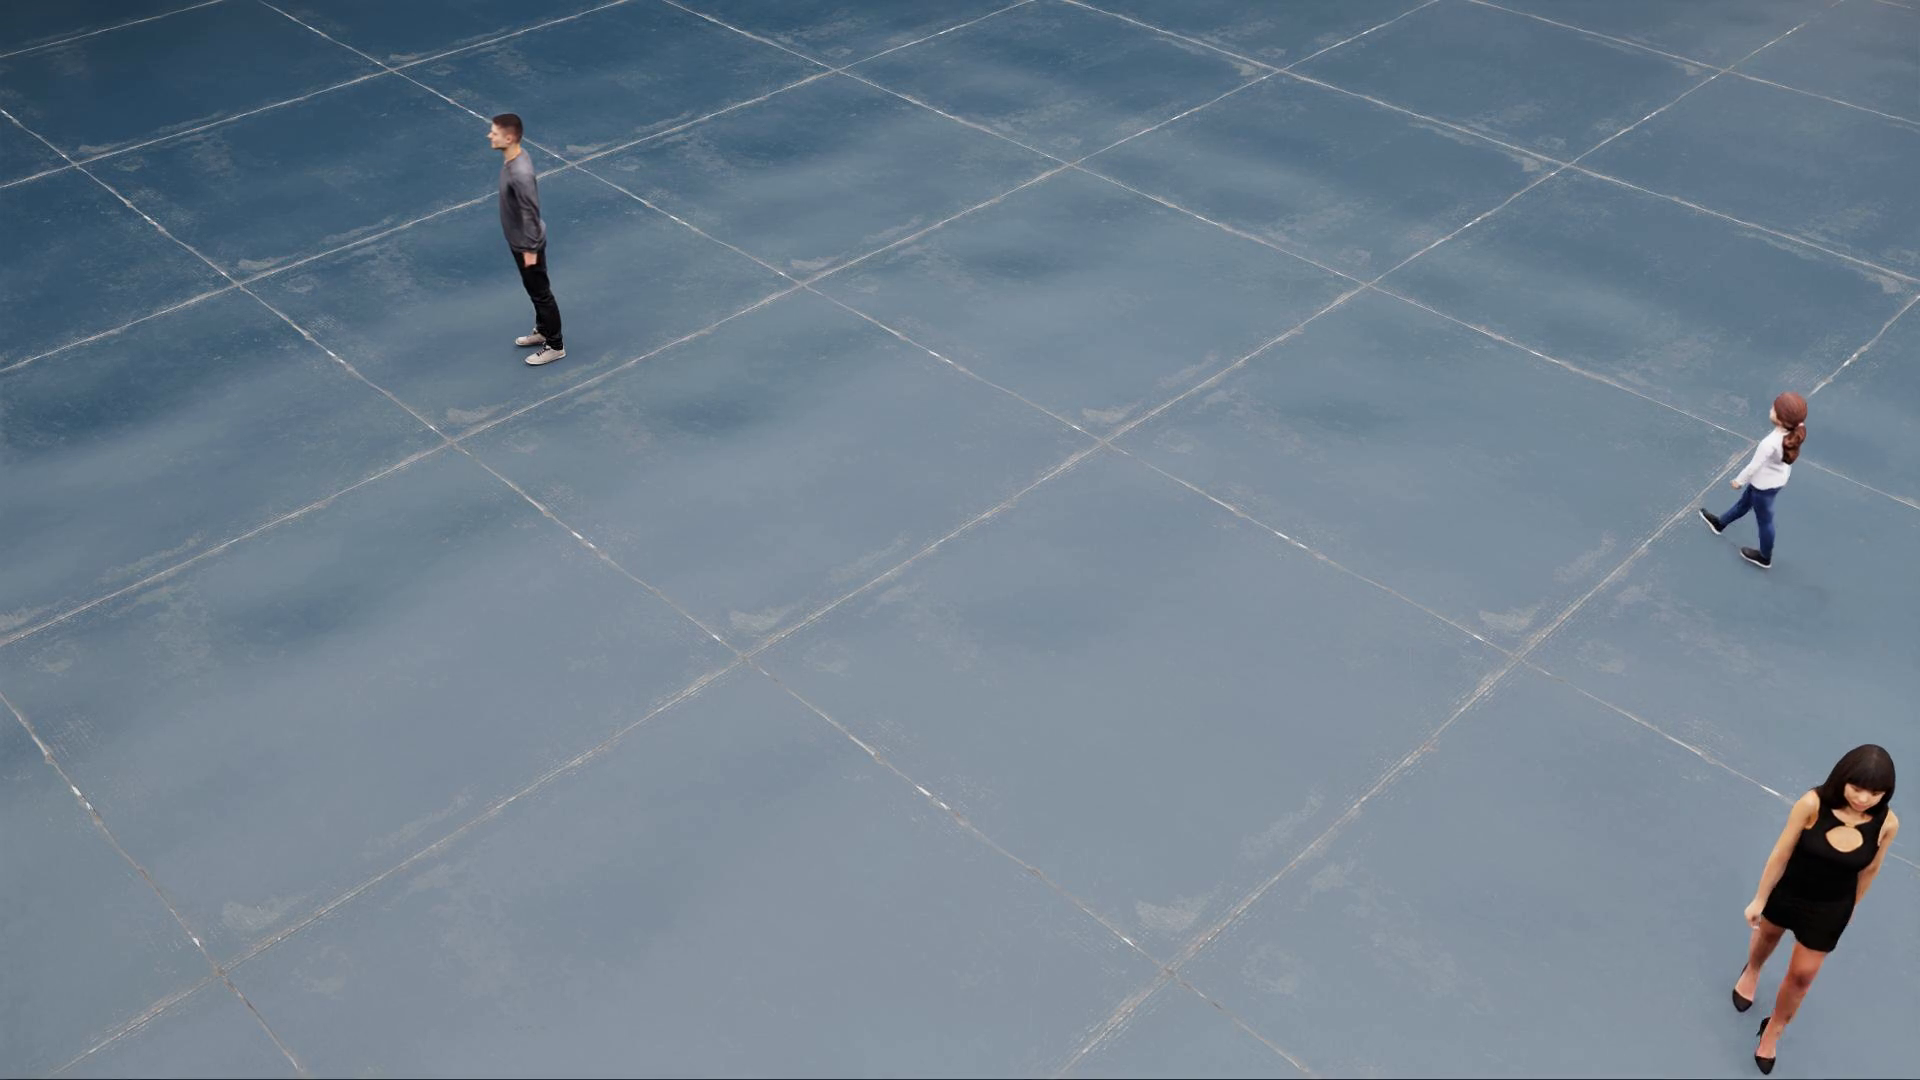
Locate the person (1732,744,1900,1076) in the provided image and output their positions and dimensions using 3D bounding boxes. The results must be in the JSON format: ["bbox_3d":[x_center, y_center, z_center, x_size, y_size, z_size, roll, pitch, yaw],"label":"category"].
[{"bbox_3d":[3.455,1.388,6.798,0.723,1.625,0.849,16,40,20],"label":"person"}]

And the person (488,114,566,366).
[{"bbox_3d":[-2.906,-2.029,11.180,0.683,1.760,0.695,-13,39,-16],"label":"person"}]

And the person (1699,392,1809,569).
[{"bbox_3d":[4.662,-0.318,9.484,0.663,1.091,0.514,-28,45,-32],"label":"person"}]
